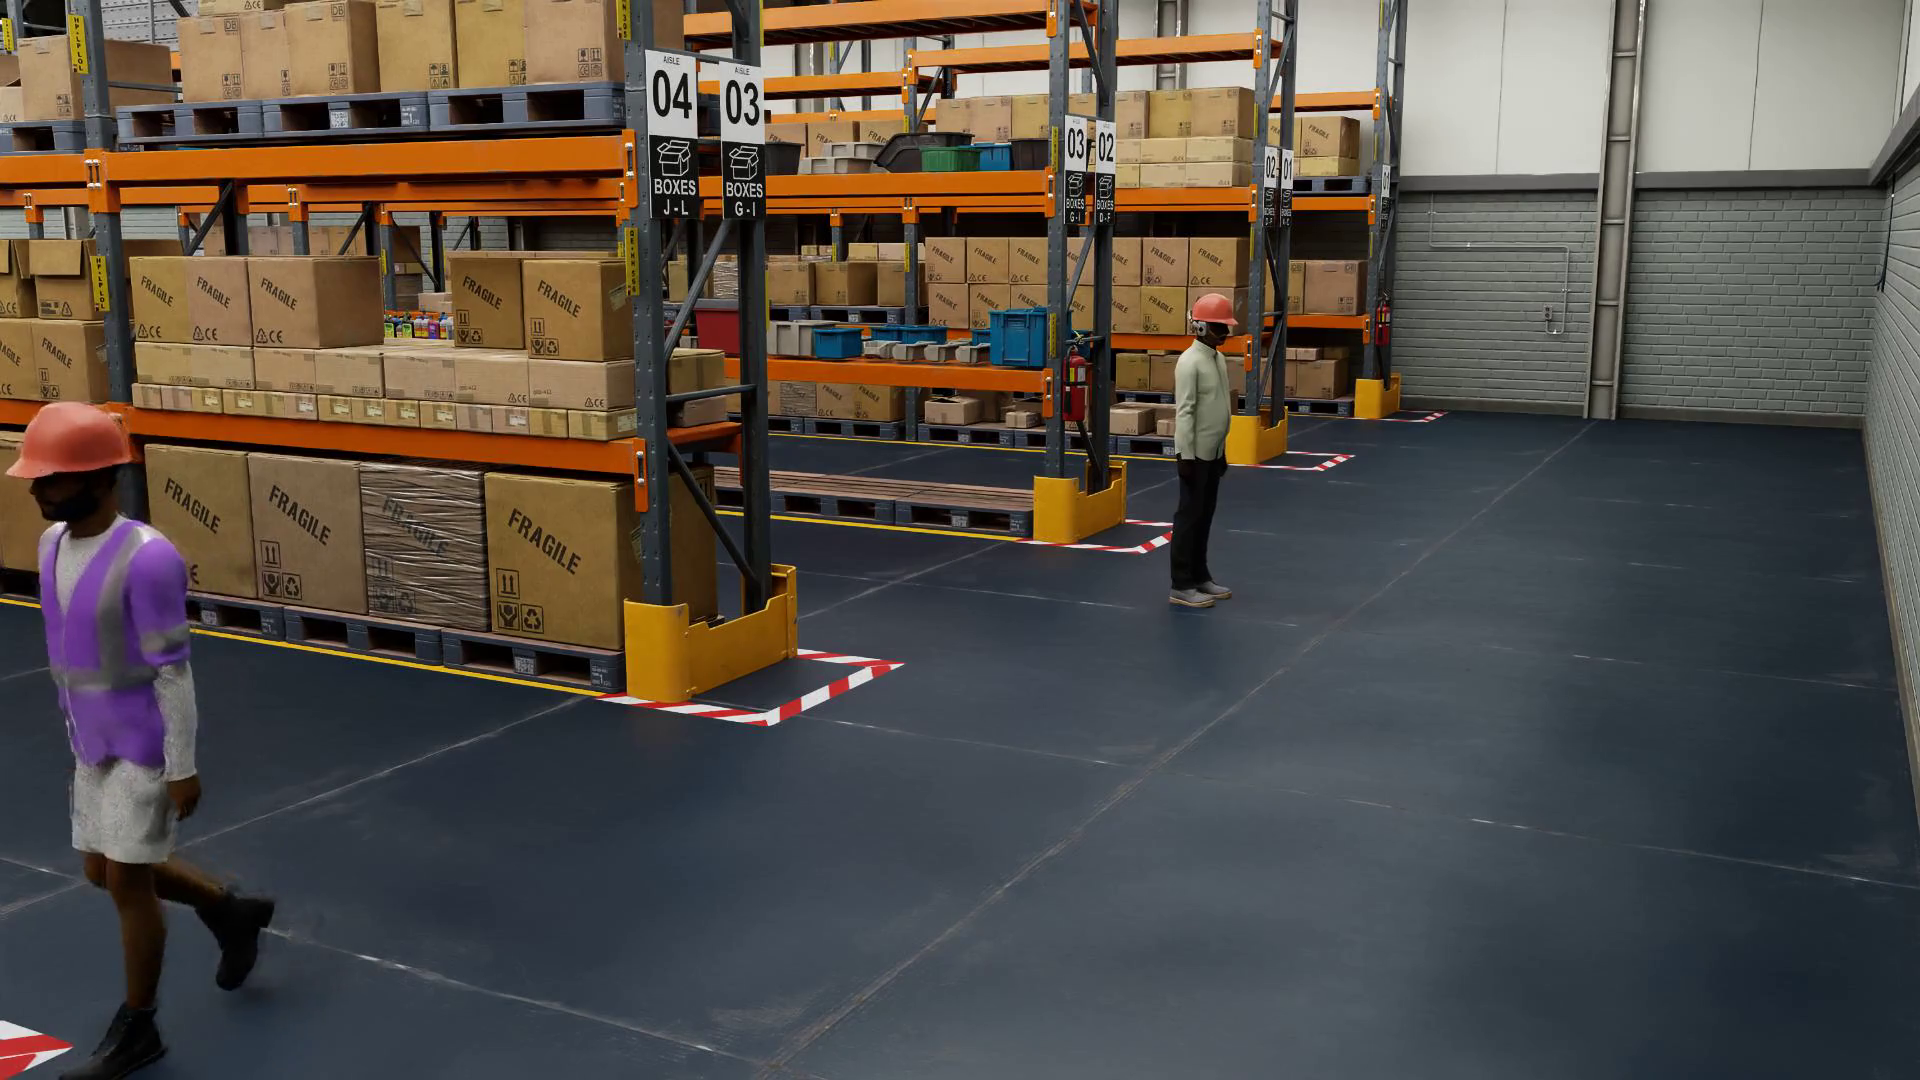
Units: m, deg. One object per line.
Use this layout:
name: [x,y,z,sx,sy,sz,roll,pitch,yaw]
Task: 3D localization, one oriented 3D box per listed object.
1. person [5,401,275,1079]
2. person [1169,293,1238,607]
person: [-2.304,0.543,4.760,0.558,1.916,0.715,6,12,29]
person: [1.558,-0.569,10.600,0.400,1.987,0.614,6,12,28]
